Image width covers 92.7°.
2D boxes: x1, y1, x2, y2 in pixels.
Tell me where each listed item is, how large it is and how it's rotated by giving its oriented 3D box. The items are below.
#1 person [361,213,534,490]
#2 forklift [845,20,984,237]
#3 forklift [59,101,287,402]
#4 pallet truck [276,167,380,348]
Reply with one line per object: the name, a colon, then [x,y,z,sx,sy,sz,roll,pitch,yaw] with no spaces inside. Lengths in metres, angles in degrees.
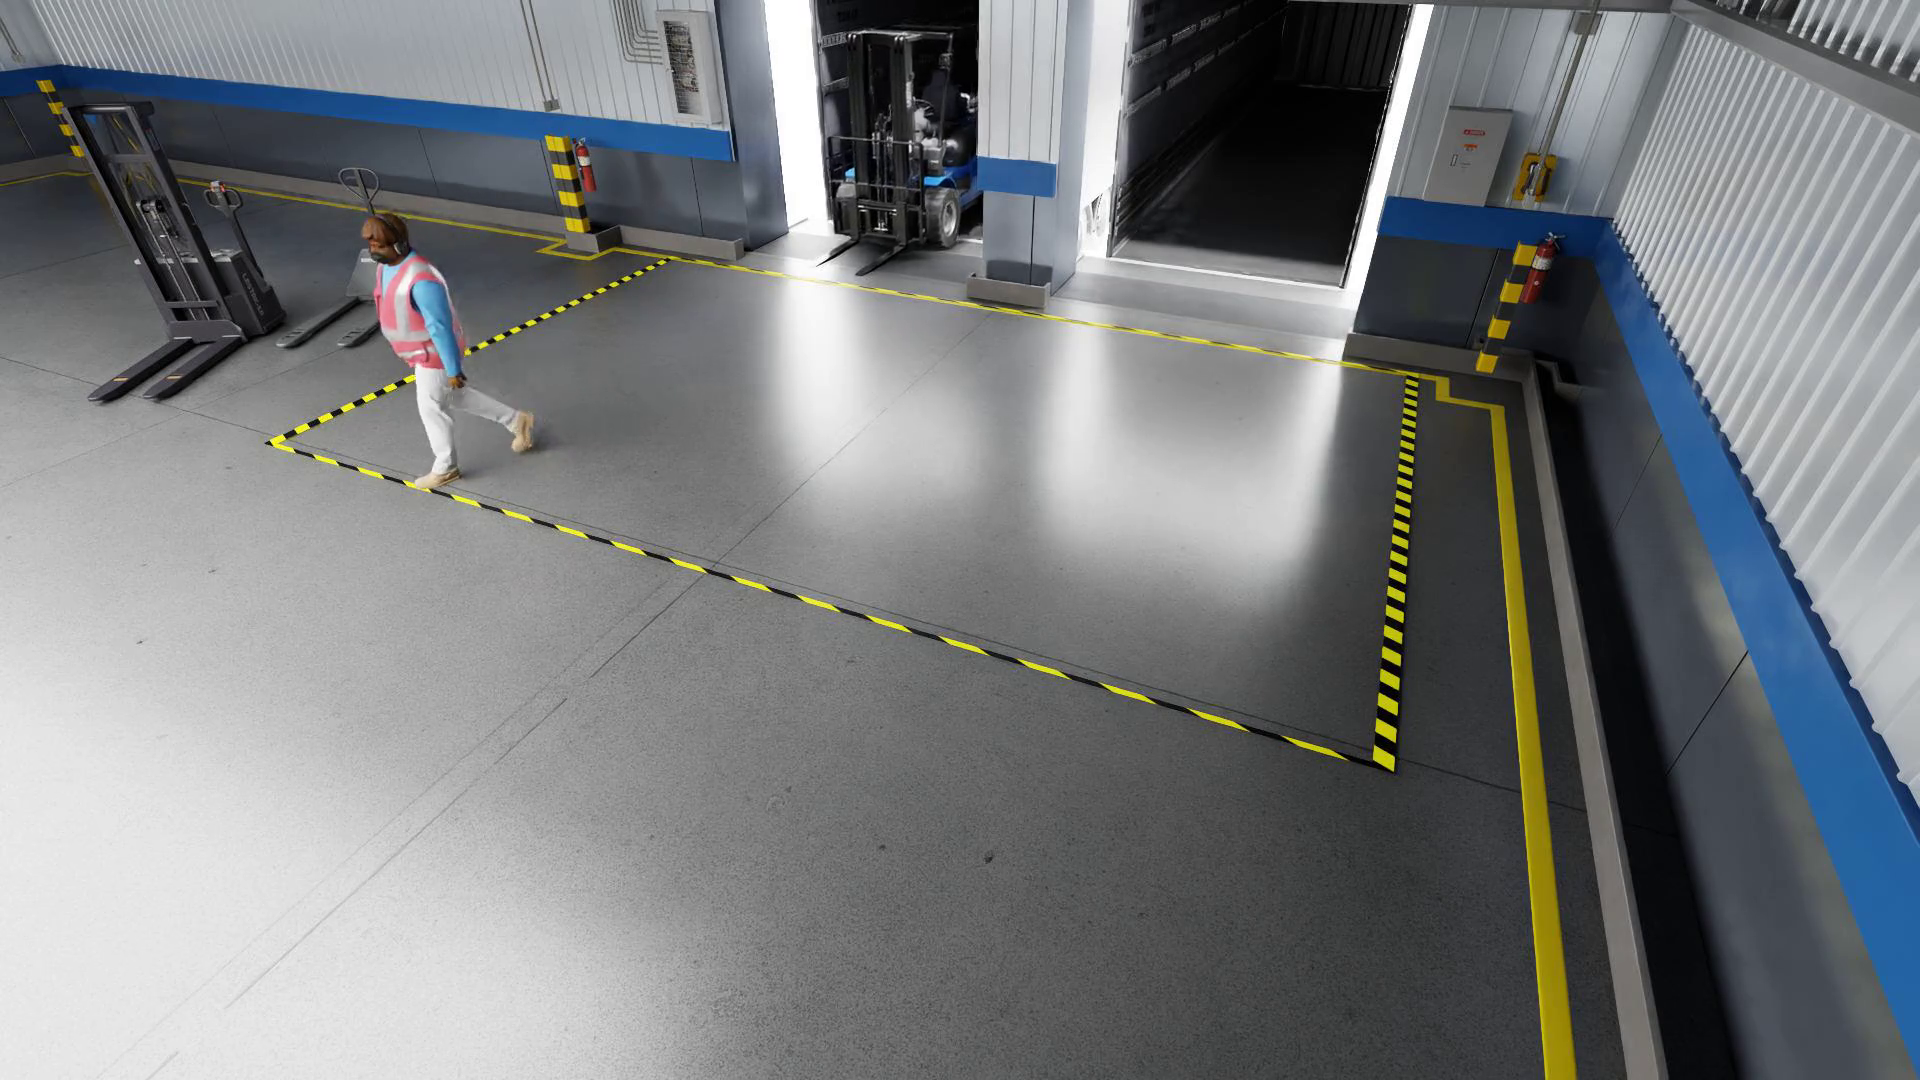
person: [-3.343,-1.219,5.937,0.880,1.802,0.630,-25,42,-32]
forklift: [-0.410,-4.858,10.640,1.157,2.036,2.680,13,37,18]
forklift: [-6.686,-2.387,7.434,0.823,1.965,1.885,-3,35,-5]
pallet truck: [-5.732,-2.611,8.414,0.680,1.201,1.601,-1,35,-1]
